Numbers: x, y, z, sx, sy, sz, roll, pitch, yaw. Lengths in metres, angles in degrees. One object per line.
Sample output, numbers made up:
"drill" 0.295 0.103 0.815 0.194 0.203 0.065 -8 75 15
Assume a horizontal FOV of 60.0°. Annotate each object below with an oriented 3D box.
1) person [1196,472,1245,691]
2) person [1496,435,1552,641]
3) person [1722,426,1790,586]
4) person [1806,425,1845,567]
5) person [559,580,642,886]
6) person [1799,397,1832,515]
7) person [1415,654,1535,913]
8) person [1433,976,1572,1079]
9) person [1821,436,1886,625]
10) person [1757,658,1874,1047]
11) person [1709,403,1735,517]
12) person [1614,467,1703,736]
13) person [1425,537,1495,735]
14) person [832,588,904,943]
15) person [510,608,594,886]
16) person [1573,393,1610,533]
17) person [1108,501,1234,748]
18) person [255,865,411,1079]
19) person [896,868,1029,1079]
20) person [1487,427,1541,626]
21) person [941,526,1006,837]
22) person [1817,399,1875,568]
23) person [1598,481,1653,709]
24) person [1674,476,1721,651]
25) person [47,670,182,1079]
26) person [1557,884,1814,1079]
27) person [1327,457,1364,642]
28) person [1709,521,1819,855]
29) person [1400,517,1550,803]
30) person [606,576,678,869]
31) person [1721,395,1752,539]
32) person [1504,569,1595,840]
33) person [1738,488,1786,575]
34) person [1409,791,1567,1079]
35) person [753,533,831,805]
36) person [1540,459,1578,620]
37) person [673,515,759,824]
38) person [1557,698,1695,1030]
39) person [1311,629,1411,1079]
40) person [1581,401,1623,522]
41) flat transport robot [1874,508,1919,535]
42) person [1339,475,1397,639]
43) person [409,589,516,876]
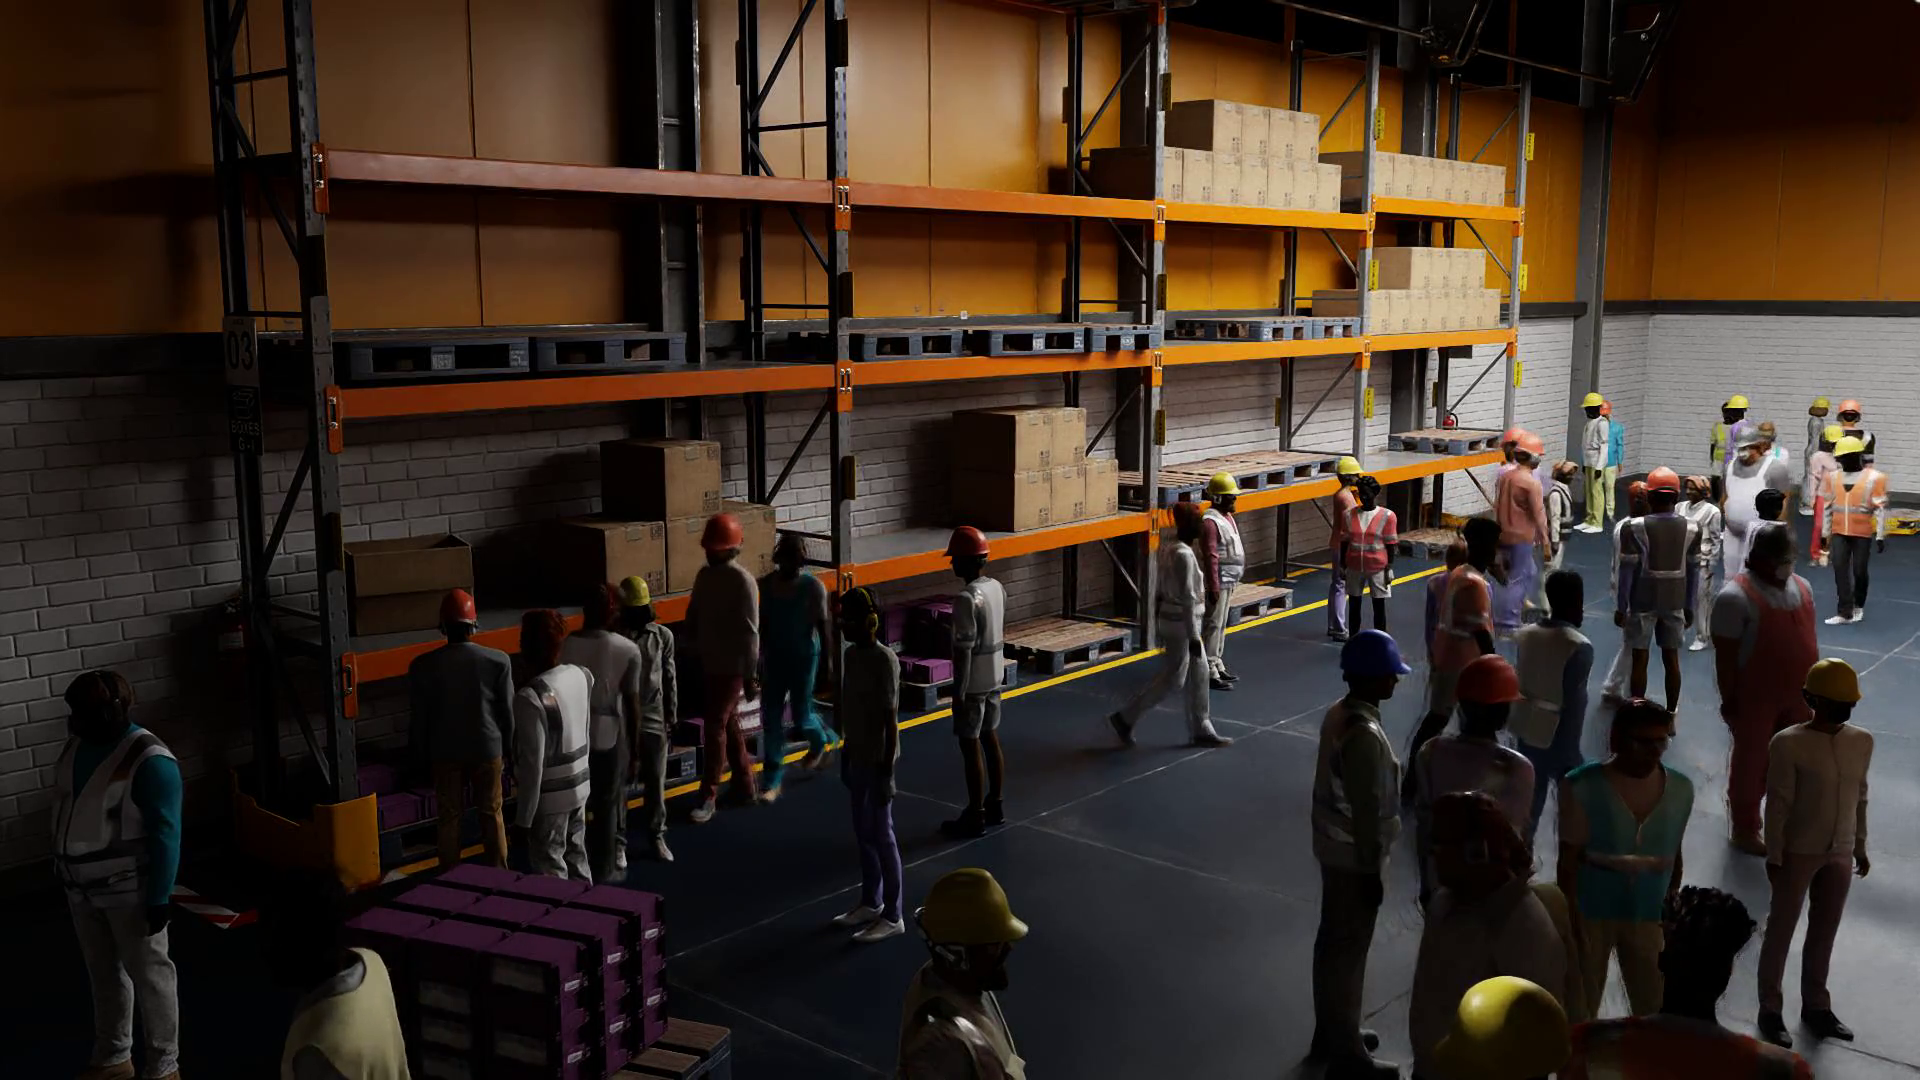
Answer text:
"person" 2.200 0.340 14.054 0.404 1.833 0.590 3 9 20
"person" 5.386 -0.007 15.838 0.570 1.966 0.652 -1 9 -5
"person" 8.135 -0.224 17.022 0.757 2.000 0.693 -7 11 -39
"person" 10.444 -0.528 19.994 0.574 1.729 0.511 -2 9 -11
"person" -2.030 1.122 9.148 0.597 1.847 0.588 0 9 -1
"person" 12.616 -1.237 24.517 0.325 1.740 0.493 4 10 22
"person" 2.101 1.417 6.799 0.426 1.927 0.564 -6 11 -35
"person" 1.223 1.893 3.748 0.384 1.923 0.590 -8 12 -41
"person" 8.977 -0.089 16.676 0.649 1.884 0.667 -7 11 -39
"person" 3.859 1.393 7.479 0.533 1.768 0.310 -2 9 -13
"person" 11.162 -1.158 24.213 0.541 1.681 0.487 7 11 38
"person" 5.245 0.468 12.552 0.607 2.044 0.376 0 9 2
"person" 3.500 0.801 11.688 0.515 1.645 0.309 8 12 43
"person" -0.480 1.164 8.675 0.329 1.861 0.504 -6 11 -34
"person" -1.967 1.253 8.001 0.355 1.884 0.575 3 9 16
"person" 8.658 -1.053 22.757 0.383 1.920 0.585 0 9 2
"person" 1.548 0.633 12.125 0.853 1.853 0.576 1 9 7
"person" -1.722 1.790 4.463 0.582 1.899 0.616 -2 9 -11
"person" 0.018 1.799 4.647 0.403 1.833 0.591 0 9 1
"person" 5.482 -0.109 16.386 0.624 2.006 0.547 -6 11 -35
"person" 0.071 0.872 10.334 0.389 1.929 0.548 4 10 26
"person" 10.590 -0.671 19.955 0.609 2.032 0.410 3 9 18
"person" 5.336 0.467 13.105 0.485 1.878 0.603 7 11 36
"person" 6.841 0.211 15.500 0.315 1.641 0.514 -4 10 -26
"person" -3.516 1.443 6.911 0.630 1.843 0.429 4 10 25
"person" 1.837 1.810 4.302 0.603 1.906 1.018 5 10 28
"person" 3.685 0.088 15.884 0.301 1.772 0.525 0 9 2
"person" 4.851 0.866 9.994 0.697 2.000 0.560 -3 9 -18
"person" 3.334 0.810 10.773 0.959 1.903 0.637 3 9 17
"person" -1.887 1.061 9.734 0.487 1.737 0.336 -5 10 -27
"person" 10.322 -0.962 22.147 0.366 1.926 0.592 6 11 33
"person" 3.285 1.100 8.991 0.871 1.878 0.622 -2 9 -15
"person" 6.802 0.393 14.169 0.325 1.690 0.536 3 9 19
"person" 1.574 1.700 5.116 0.393 1.893 0.659 -1 9 -7
"person" -1.100 0.813 11.091 0.566 1.810 0.698 3 9 21
"person" 6.062 -0.001 16.873 0.317 1.638 0.516 5 10 27
"person" -1.561 0.801 10.641 0.586 1.961 0.711 -6 11 -36
"person" 2.615 1.520 6.513 0.583 1.808 0.770 -1 9 -4
"person" 1.720 1.359 7.212 0.395 1.918 0.602 0 9 3
"person" 9.194 -1.127 23.815 0.572 1.740 0.352 2 9 12
"flat transport robot" 13.035 -0.265 22.973 1.431 0.197 0.652 -8 12 -42
"person" 3.684 0.253 15.074 0.536 1.693 0.319 5 10 31
"person" -2.720 1.136 9.160 0.561 1.756 0.318 -3 9 -16
